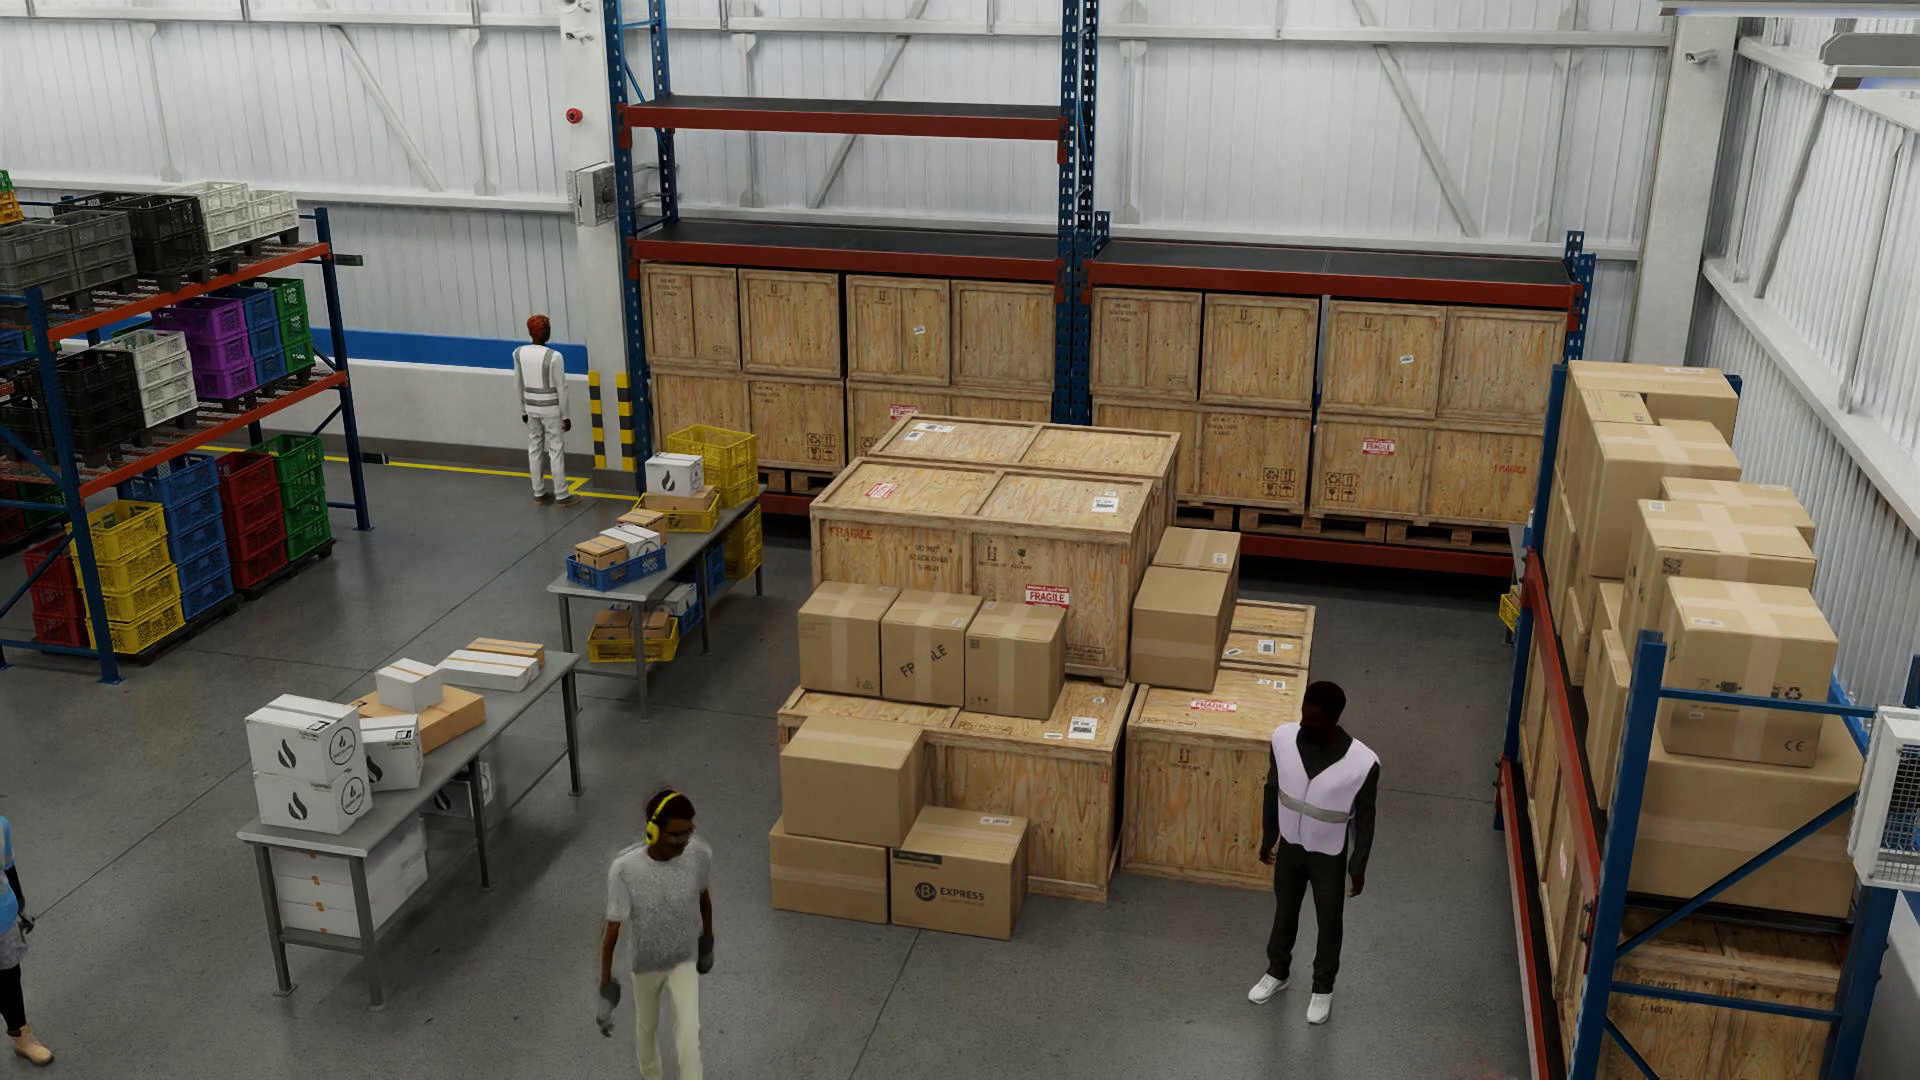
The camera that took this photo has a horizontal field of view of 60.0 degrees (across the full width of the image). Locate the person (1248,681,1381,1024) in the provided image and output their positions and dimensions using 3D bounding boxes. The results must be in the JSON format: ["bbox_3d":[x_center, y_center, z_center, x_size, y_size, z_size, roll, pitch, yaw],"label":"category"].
[{"bbox_3d":[1.833,1.581,8.587,0.590,1.915,0.399,15,25,33],"label":"person"}]

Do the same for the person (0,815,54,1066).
[{"bbox_3d":[-4.774,1.891,8.075,0.317,1.695,0.540,12,24,29],"label":"person"}]

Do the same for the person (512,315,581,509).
[{"bbox_3d":[-3.992,-1.232,15.991,0.574,1.881,0.357,9,23,22],"label":"person"}]

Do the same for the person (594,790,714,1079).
[{"bbox_3d":[-1.379,2.012,7.584,0.624,1.818,0.933,-7,22,-18],"label":"person"}]
